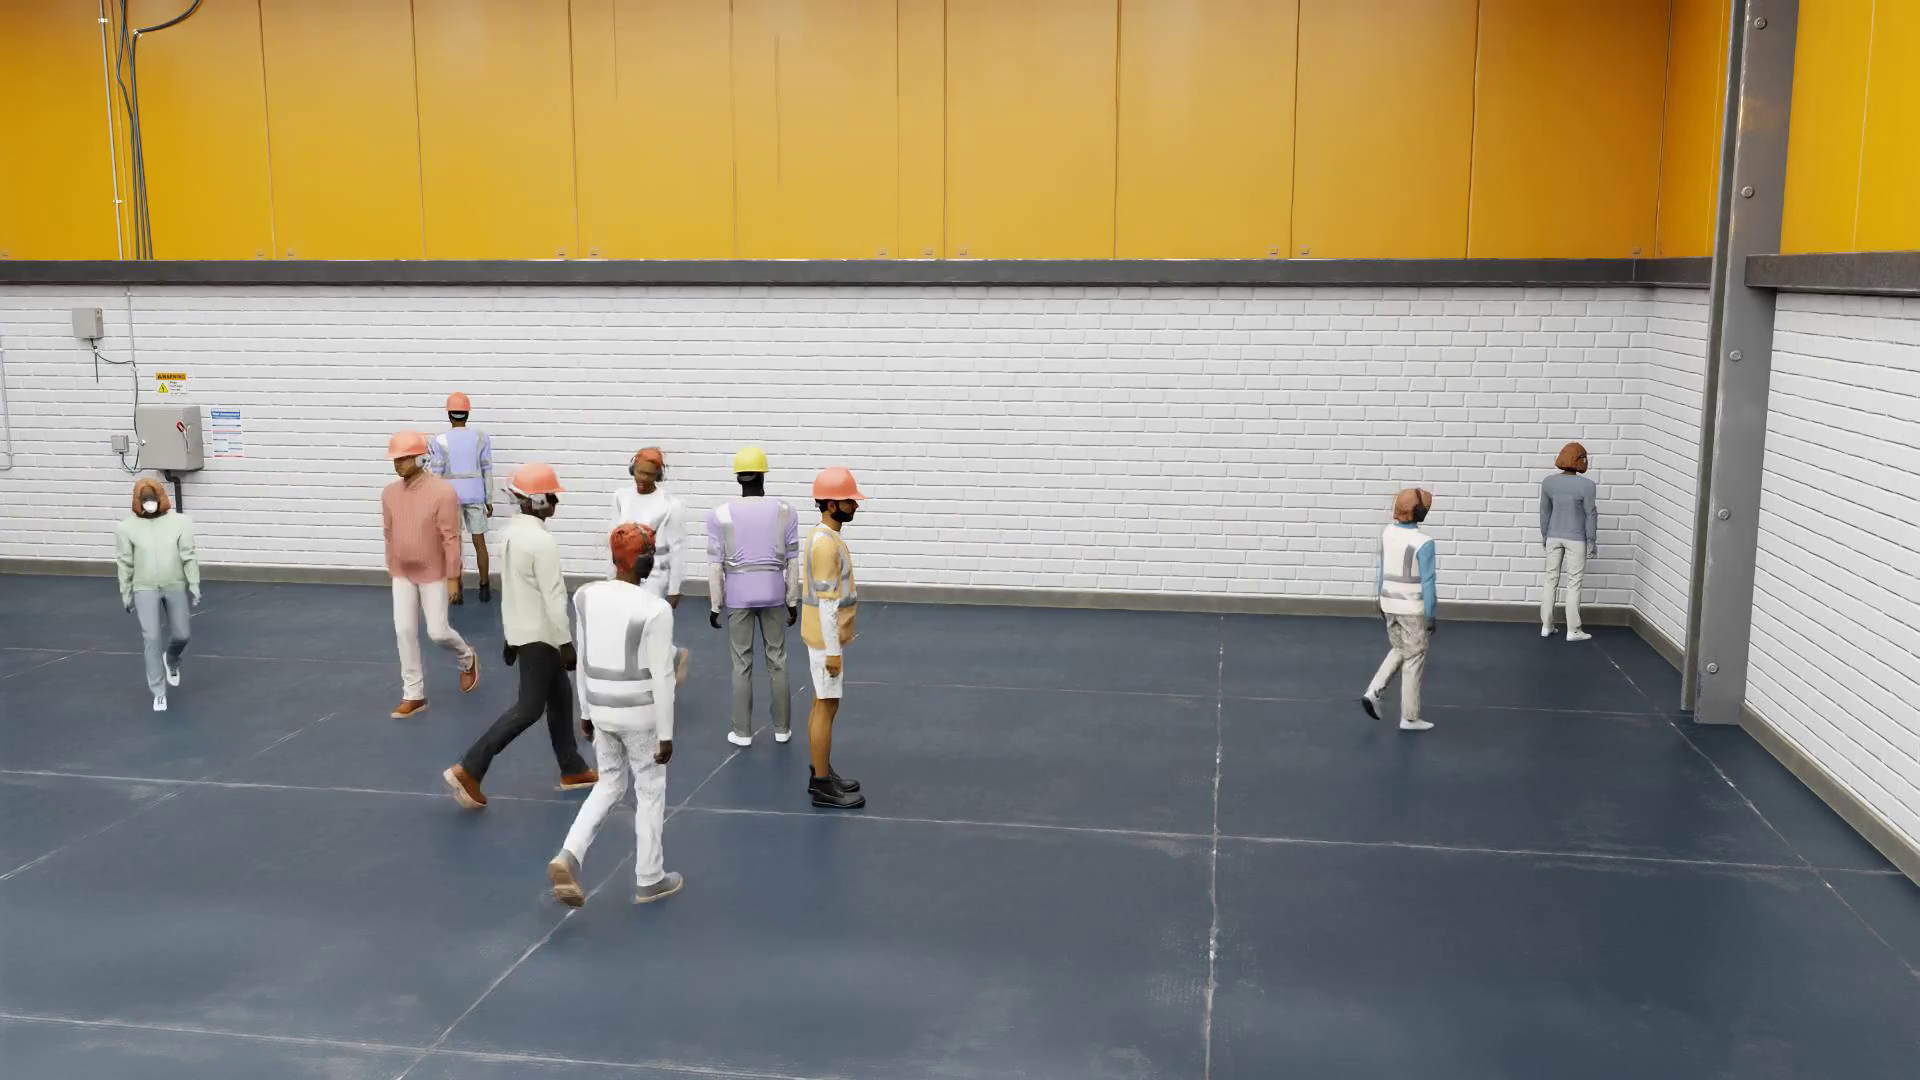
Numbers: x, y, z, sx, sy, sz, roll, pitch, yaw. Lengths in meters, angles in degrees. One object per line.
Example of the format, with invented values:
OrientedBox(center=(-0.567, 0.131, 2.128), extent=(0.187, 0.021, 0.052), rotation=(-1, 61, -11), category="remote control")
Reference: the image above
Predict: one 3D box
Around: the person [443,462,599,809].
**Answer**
OrientedBox(center=(-2.484, 0.537, 9.448), extent=(0.949, 1.967, 0.611), rotation=(-5, 11, -29), category="person")

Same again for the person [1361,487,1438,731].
OrientedBox(center=(2.921, 0.461, 10.924), extent=(0.405, 1.626, 0.543), rotation=(-4, 10, -24), category="person")

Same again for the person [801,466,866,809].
OrientedBox(center=(-0.716, 0.544, 9.455), extent=(0.376, 1.939, 0.547), rotation=(-1, 9, -5), category="person")

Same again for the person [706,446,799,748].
OrientedBox(center=(-1.317, 0.366, 10.599), extent=(0.589, 1.924, 0.384), rotation=(-3, 10, -16), category="person")

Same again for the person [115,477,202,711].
OrientedBox(center=(-5.608, 0.351, 11.648), extent=(0.514, 1.614, 0.601), rotation=(-6, 11, -32), category="person")

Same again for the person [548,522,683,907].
OrientedBox(center=(-1.618, 0.850, 7.813), extent=(0.605, 1.869, 0.673), rotation=(5, 10, 28), category="person")

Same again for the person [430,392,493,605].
OrientedBox(center=(-4.539, -0.381, 15.164), extent=(0.549, 1.936, 0.376), rotation=(-5, 10, -26), category="person")

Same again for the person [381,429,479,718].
OrientedBox(center=(-3.663, 0.207, 11.434), extent=(0.616, 1.968, 0.675), rotation=(3, 10, 16), category="person")

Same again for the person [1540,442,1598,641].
OrientedBox(center=(5.004, 0.010, 13.686), extent=(0.280, 1.633, 0.500), rotation=(-8, 12, -39), category="person")

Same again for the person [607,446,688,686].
OrientedBox(center=(-2.118, 0.260, 11.470), extent=(0.611, 1.856, 0.695), rotation=(6, 11, 32), category="person")
